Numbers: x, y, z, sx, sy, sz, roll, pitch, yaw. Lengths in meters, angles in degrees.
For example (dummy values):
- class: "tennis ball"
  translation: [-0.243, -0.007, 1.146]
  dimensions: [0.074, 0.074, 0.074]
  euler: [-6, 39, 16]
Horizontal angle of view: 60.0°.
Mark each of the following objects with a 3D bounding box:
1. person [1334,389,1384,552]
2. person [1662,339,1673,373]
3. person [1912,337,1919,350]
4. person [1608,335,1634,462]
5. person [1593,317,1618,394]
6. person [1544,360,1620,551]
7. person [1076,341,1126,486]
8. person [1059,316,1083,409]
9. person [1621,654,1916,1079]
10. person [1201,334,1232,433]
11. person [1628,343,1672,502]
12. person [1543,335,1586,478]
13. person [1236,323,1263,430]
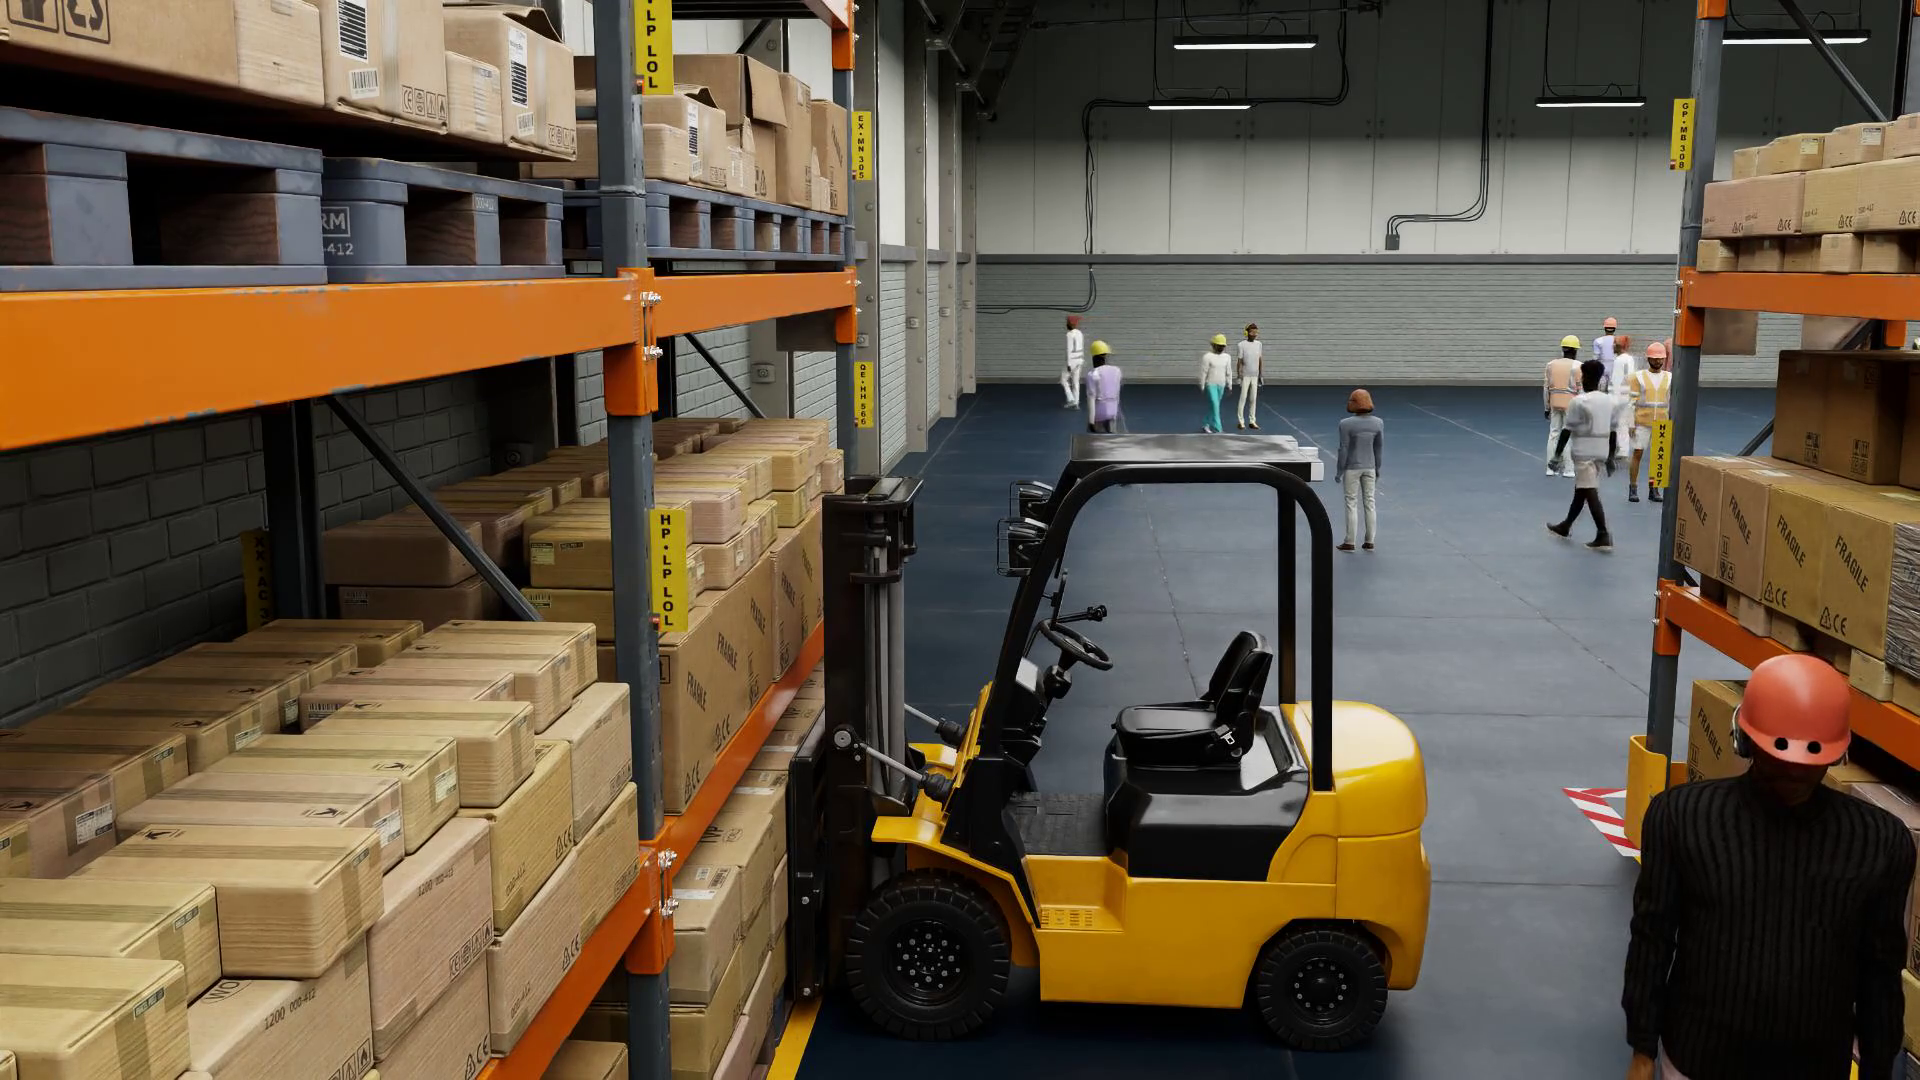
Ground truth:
- class: "person"
  translation: [3.997, -0.693, 16.670]
  dimensions: [0.509, 1.631, 0.271]
  euler: [-3, 10, -17]
- class: "person"
  translation: [12.786, -2.946, 29.517]
  dimensions: [0.623, 1.921, 1.062]
  euler: [4, 10, 25]
- class: "person"
  translation: [17.871, -3.103, 30.690]
  dimensions: [0.626, 1.825, 0.489]
  euler: [4, 10, 22]
- class: "person"
  translation: [9.544, -2.065, 24.292]
  dimensions: [0.626, 1.859, 0.604]
  euler: [8, 12, 40]
- class: "person"
  translation: [11.597, -3.008, 29.779]
  dimensions: [0.543, 1.939, 0.360]
  euler: [2, 10, 14]
- class: "person"
  translation: [6.363, -0.873, 16.954]
  dimensions: [0.606, 1.901, 1.008]
  euler: [-5, 11, -27]
- class: "person"
  translation: [1.874, -1.647, 21.663]
  dimensions: [0.602, 1.897, 0.884]
  euler: [-6, 11, -31]
- class: "person"
  translation: [2.220, -3.540, 33.196]
  dimensions: [0.441, 1.869, 0.583]
  euler: [7, 11, 35]
- class: "person"
  translation: [1.890, 1.232, 3.941]
  dimensions: [0.609, 1.986, 0.390]
  euler: [3, 10, 16]
- class: "person"
  translation: [4.318, -2.629, 28.161]
  dimensions: [0.528, 1.718, 0.910]
  euler: [-4, 10, -23]
- class: "person"
  translation: [8.384, -1.421, 20.169]
  dimensions: [0.542, 1.938, 0.357]
  euler: [1, 9, 3]
- class: "person"
  translation: [8.209, -1.808, 22.549]
  dimensions: [0.379, 1.922, 0.594]
  euler: [-8, 12, -41]
- class: "person"
  translation: [5.065, -2.851, 29.076]
  dimensions: [0.502, 1.860, 0.312]
  euler: [-4, 10, -25]
